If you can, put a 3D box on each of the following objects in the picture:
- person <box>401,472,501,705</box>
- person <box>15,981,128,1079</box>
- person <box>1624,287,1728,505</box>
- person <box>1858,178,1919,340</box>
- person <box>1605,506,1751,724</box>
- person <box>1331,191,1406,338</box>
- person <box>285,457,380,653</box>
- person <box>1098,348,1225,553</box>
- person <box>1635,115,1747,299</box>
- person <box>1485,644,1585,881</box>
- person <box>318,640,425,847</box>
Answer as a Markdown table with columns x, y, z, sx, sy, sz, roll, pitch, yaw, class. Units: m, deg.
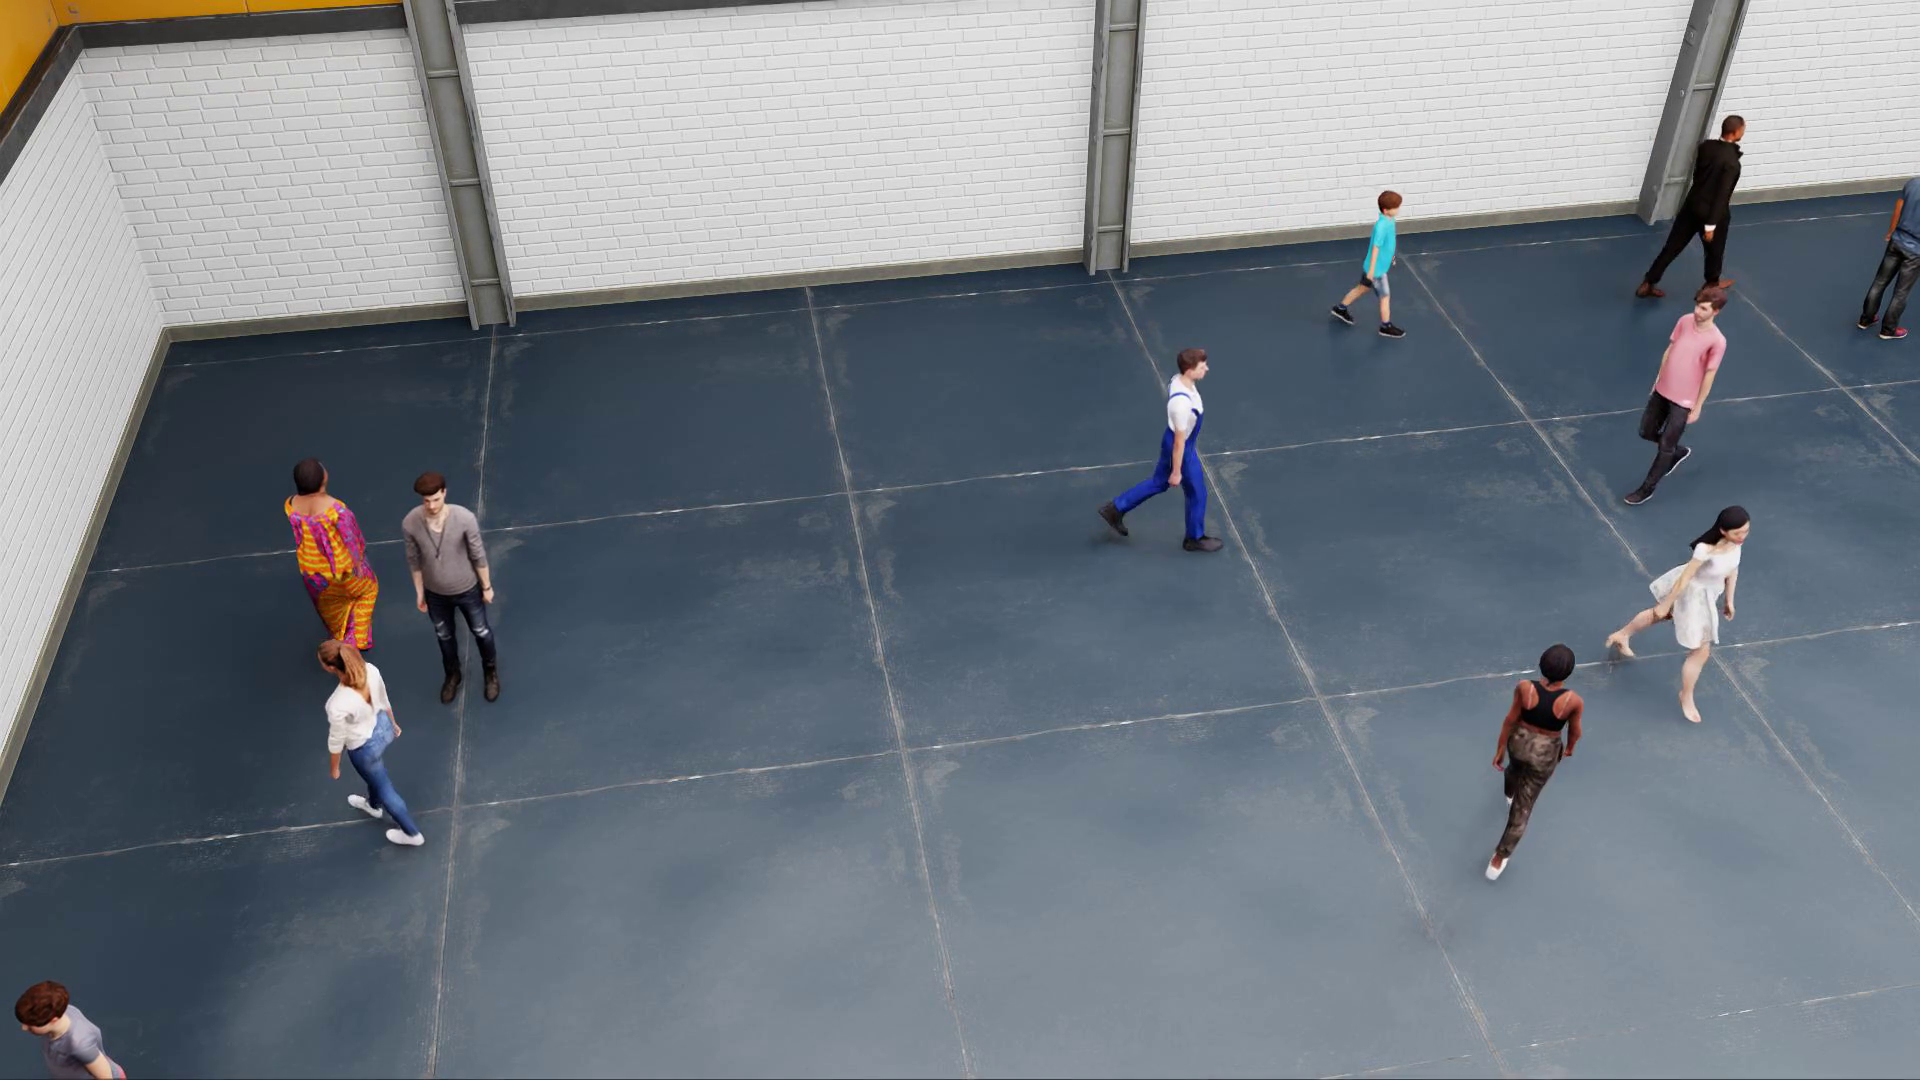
| x | y | z | sx | sy | sz | roll | pitch | yaw | class |
| --- | --- | --- | --- | --- | --- | --- | --- | --- | --- |
| -3.457 | 0.299 | 11.354 | 0.538 | 1.902 | 0.752 | -2 | 39 | -3 | person |
| -4.382 | 2.776 | 8.454 | 0.673 | 1.651 | 0.726 | 26 | 45 | 29 | person |
| 5.742 | -1.156 | 13.139 | 0.986 | 1.948 | 0.813 | -19 | 42 | -22 | person |
| 8.671 | -2.699 | 15.184 | 0.661 | 1.807 | 0.717 | -18 | 42 | -21 | person |
| 4.945 | 0.402 | 11.377 | 1.131 | 1.713 | 1.017 | -30 | 47 | -32 | person |
| 3.782 | -2.571 | 15.332 | 1.021 | 1.423 | 0.852 | 14 | 41 | 17 | person |
| -4.447 | 0.169 | 11.712 | 0.844 | 1.659 | 0.859 | 6 | 39 | 7 | person |
| 1.567 | -0.665 | 12.627 | 1.291 | 1.820 | 0.838 | 2 | 39 | 3 | person |
| 6.885 | -3.057 | 15.591 | 1.306 | 1.857 | 0.831 | -11 | 40 | -13 | person |
| 3.476 | 1.385 | 10.195 | 1.109 | 1.651 | 1.148 | 23 | 44 | 26 | person |
| -3.581 | 1.280 | 10.280 | 0.971 | 1.709 | 0.847 | 11 | 40 | 13 | person |
